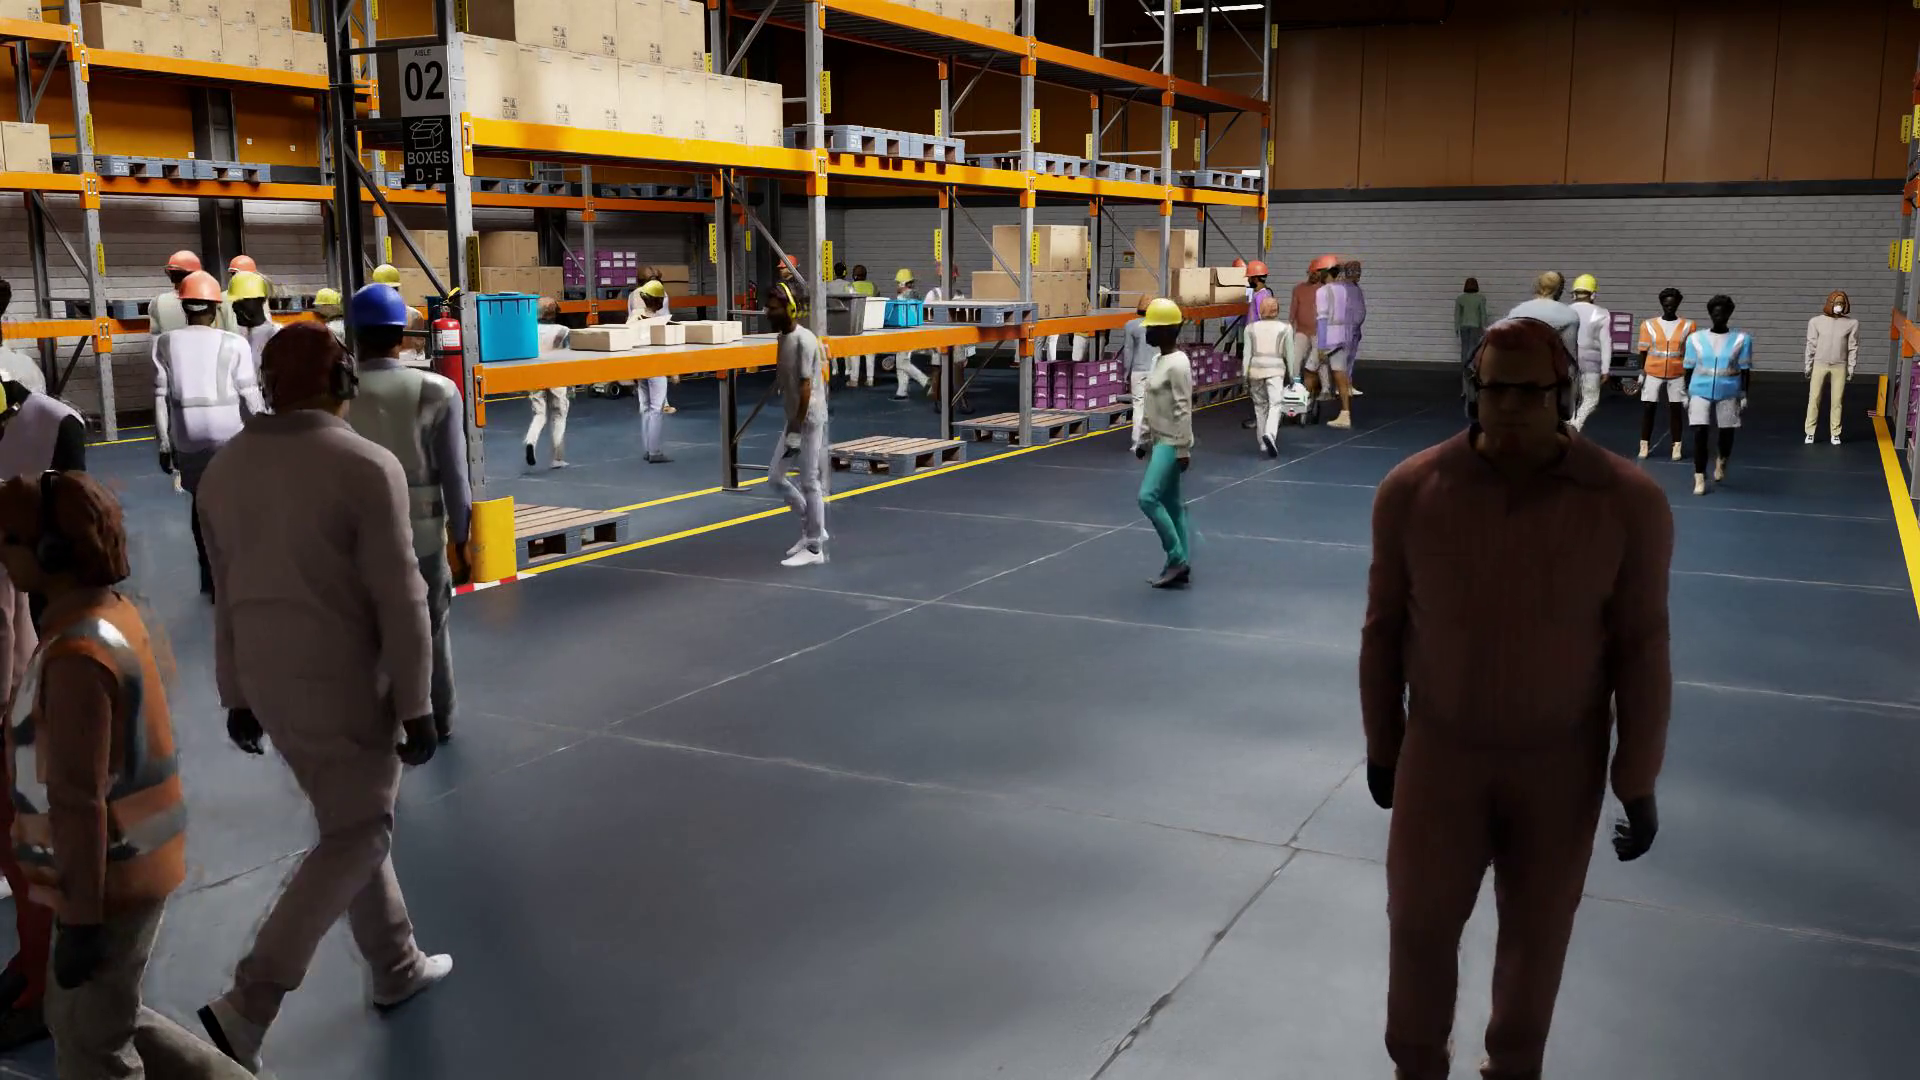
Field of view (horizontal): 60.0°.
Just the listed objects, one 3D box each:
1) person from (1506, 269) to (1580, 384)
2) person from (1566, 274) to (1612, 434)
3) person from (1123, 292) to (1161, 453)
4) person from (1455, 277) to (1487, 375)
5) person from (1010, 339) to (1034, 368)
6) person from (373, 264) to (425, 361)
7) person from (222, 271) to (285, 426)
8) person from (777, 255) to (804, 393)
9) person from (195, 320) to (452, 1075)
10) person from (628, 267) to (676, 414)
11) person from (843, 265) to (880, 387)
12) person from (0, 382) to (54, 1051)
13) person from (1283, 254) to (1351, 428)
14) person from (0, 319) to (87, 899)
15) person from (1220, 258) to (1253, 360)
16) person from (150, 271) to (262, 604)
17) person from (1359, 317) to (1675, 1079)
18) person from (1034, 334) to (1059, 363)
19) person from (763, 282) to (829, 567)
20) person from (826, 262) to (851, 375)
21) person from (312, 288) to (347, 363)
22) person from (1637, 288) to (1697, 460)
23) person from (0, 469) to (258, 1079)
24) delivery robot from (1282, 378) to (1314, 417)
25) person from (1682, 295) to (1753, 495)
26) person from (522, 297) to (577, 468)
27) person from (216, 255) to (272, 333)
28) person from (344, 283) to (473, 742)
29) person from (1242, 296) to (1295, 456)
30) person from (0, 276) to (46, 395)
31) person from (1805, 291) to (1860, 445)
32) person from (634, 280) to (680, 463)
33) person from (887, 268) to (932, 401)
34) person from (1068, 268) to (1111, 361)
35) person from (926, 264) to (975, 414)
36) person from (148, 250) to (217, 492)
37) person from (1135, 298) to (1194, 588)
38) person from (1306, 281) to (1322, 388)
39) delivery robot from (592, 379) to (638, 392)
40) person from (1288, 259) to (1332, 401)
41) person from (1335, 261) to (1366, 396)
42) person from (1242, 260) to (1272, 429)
[{"bbox_3d":[4.826,-1.329,14.007,0.876,1.901,0.664,-9,13,-43],"label":"person"},{"bbox_3d":[6.158,-1.735,16.567,0.606,1.813,0.631,10,14,44],"label":"person"},{"bbox_3d":[1.899,-1.687,16.820,0.507,1.632,0.267,1,10,3],"label":"person"},{"bbox_3d":[8.391,-3.496,27.309,0.544,1.623,0.392,7,12,34],"label":"person"},{"bbox_3d":[1.107,-3.985,29.397,0.584,1.882,0.345,-5,11,-28],"label":"person"},{"bbox_3d":[-4.634,-1.276,13.586,0.594,1.926,0.367,-7,12,-36],"label":"person"},{"bbox_3d":[-4.537,-0.815,10.968,0.590,1.909,0.650,7,12,37],"label":"person"},{"bbox_3d":[-2.393,-3.050,23.663,0.386,1.996,0.610,-3,10,-18],"label":"person"},{"bbox_3d":[-1.645,0.386,4.188,0.675,1.866,0.848,5,11,26],"label":"person"},{"bbox_3d":[-3.868,-2.508,20.975,0.636,1.840,0.429,6,11,31],"label":"person"},{"bbox_3d":[-1.519,-3.247,25.249,0.626,1.844,0.429,-6,12,-31],"label":"person"},{"bbox_3d":[-2.495,0.415,4.262,0.309,1.772,0.525,-6,11,-30],"label":"person"},{"bbox_3d":[4.181,-2.308,19.364,0.623,1.994,1.003,-9,13,-42],"label":"person"},{"bbox_3d":[-3.075,0.152,5.465,0.609,1.892,0.786,1,10,8],"label":"person"},{"bbox_3d":[4.272,-3.360,25.634,0.552,1.932,0.377,-3,10,-19],"label":"person"},{"bbox_3d":[-4.374,-0.610,9.774,0.562,1.913,0.753,-1,10,-6],"label":"person"},{"bbox_3d":[1.173,0.476,3.577,0.647,1.889,0.584,3,10,18],"label":"person"},{"bbox_3d":[1.408,-3.564,26.799,0.627,1.941,0.371,9,13,41],"label":"person"},{"bbox_3d":[-1.055,-0.724,10.646,0.454,1.839,0.521,-6,12,-32],"label":"person"},{"bbox_3d":[-1.975,-3.674,27.633,0.519,1.874,0.327,3,10,17],"label":"person"},{"bbox_3d":[-5.817,-1.532,15.746,0.938,1.693,0.484,-1,10,-3],"label":"person"},{"bbox_3d":[6.898,-1.617,16.268,0.533,1.688,0.320,4,10,20],"label":"person"},{"bbox_3d":[-1.637,0.663,3.248,0.440,1.625,0.518,-4,11,-23],"label":"person"},{"bbox_3d":[3.937,-1.656,19.486,0.477,0.478,0.707,3,10,19],"label":"delivery robot"},{"bbox_3d":[6.374,-1.228,14.033,0.540,1.683,0.567,5,11,26],"label":"person"},{"bbox_3d":[-3.854,-1.449,15.488,0.544,1.623,0.517,1,10,9],"label":"person"},{"bbox_3d":[-7.328,-1.920,17.125,0.612,1.995,0.379,2,10,10],"label":"person"},{"bbox_3d":[-2.229,-0.044,6.535,0.626,1.899,0.907,-2,10,-13],"label":"person"},{"bbox_3d":[3.077,-1.645,16.674,0.511,1.598,0.810,4,11,21],"label":"person"},{"bbox_3d":[-3.874,-0.112,6.739,0.372,1.966,0.603,-2,10,-11],"label":"person"},{"bbox_3d":[9.207,-1.817,17.596,0.496,1.629,0.277,4,10,20],"label":"person"},{"bbox_3d":[-2.950,-1.623,16.081,0.535,1.763,0.333,8,13,39],"label":"person"},{"bbox_3d":[-0.662,-2.765,22.523,0.659,1.819,0.590,3,10,17],"label":"person"},{"bbox_3d":[1.781,-2.839,22.930,0.621,1.835,0.430,-1,10,-5],"label":"person"},{"bbox_3d":[-0.123,-2.510,20.784,0.558,1.926,0.632,-5,11,-28],"label":"person"},{"bbox_3d":[-6.509,-1.419,14.088,0.614,2.038,0.395,2,10,12],"label":"person"},{"bbox_3d":[1.239,-0.575,10.066,0.433,1.753,0.531,-1,10,-6],"label":"person"},{"bbox_3d":[5.406,-3.265,25.087,0.373,1.936,0.627,3,10,16],"label":"person"},{"bbox_3d":[-4.820,-2.302,23.229,0.477,0.478,0.707,7,12,36],"label":"delivery robot"},{"bbox_3d":[4.776,-2.851,22.713,0.651,1.949,0.654,6,11,29],"label":"person"},{"bbox_3d":[5.548,-2.998,23.620,0.411,1.908,0.643,6,12,33],"label":"person"},{"bbox_3d":[3.424,-2.240,19.155,0.376,1.934,0.547,2,10,12],"label":"person"}]
